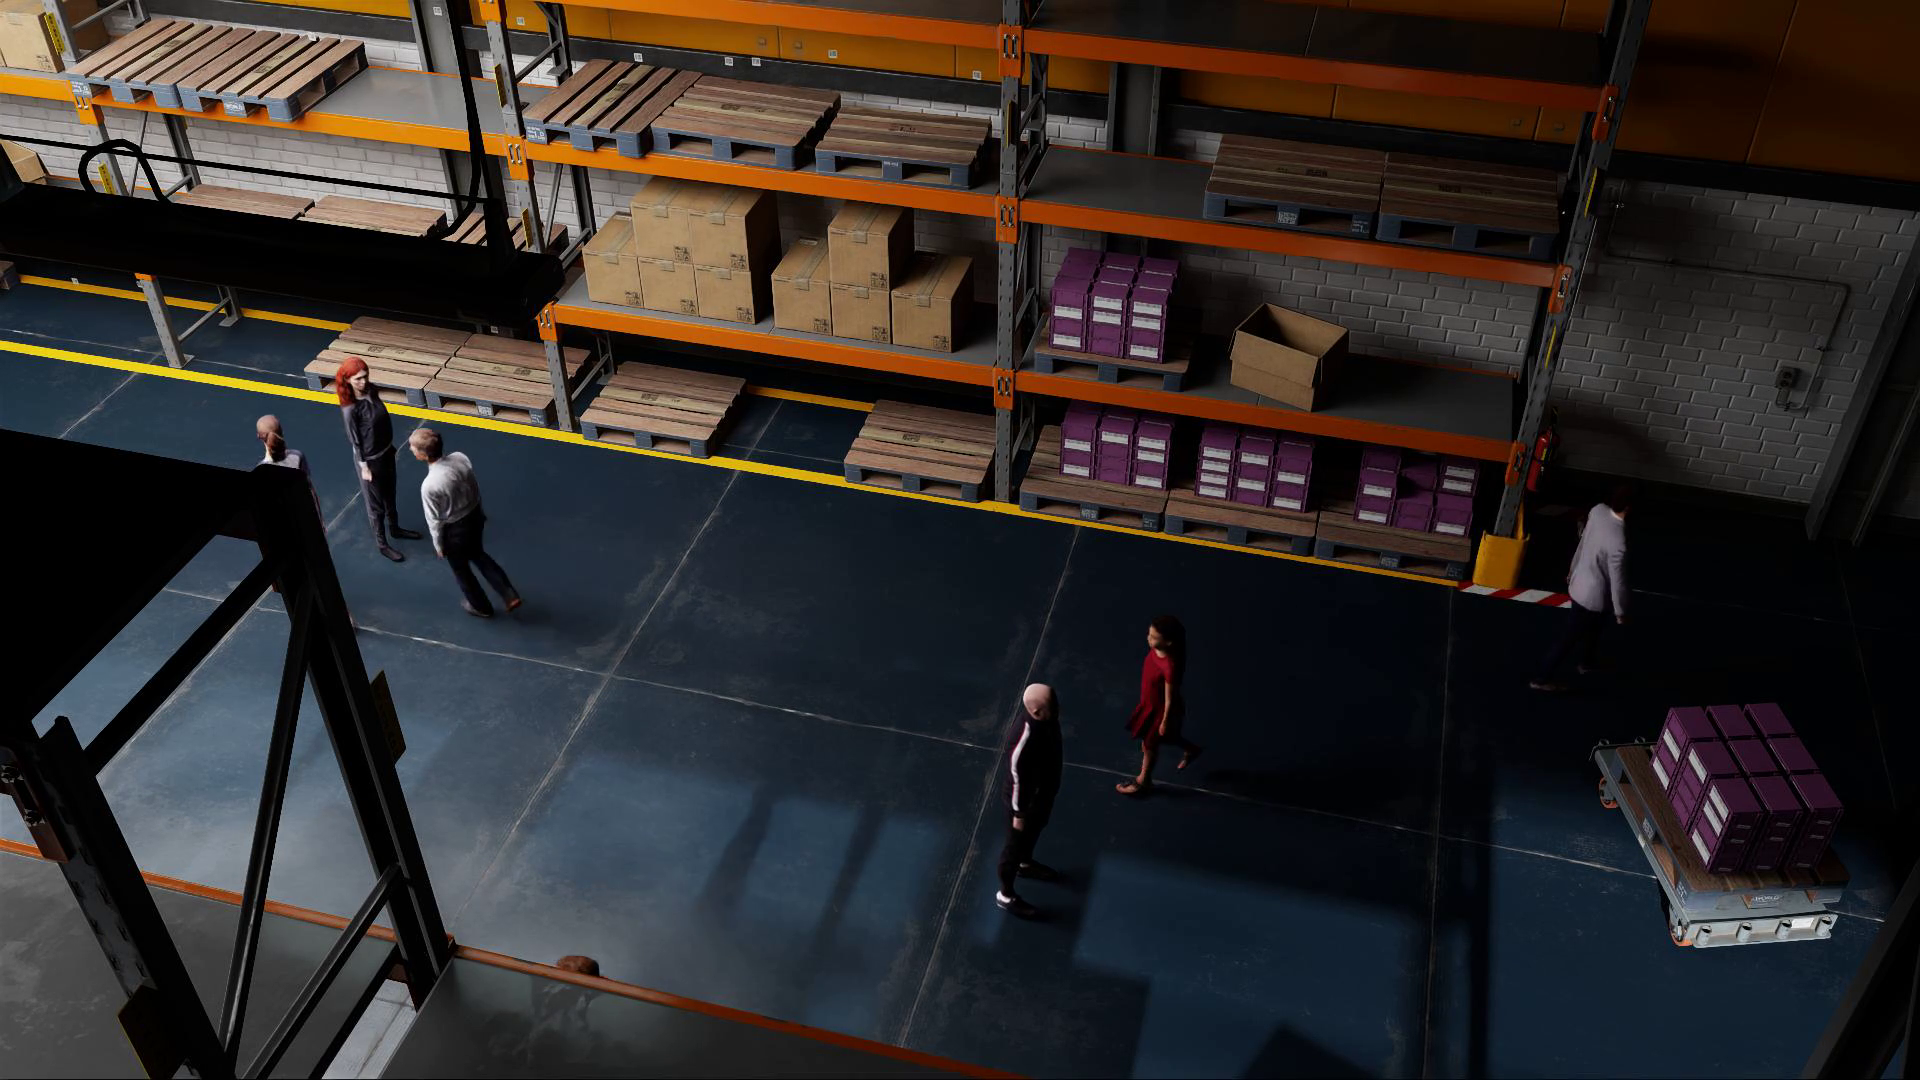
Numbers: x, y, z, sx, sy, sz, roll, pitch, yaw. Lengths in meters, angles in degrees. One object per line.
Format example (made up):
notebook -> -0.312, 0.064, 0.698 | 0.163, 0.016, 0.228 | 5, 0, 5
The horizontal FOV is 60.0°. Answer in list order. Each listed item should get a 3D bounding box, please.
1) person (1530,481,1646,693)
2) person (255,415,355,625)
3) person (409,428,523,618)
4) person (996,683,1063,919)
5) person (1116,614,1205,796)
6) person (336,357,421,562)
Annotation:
person -> 4.350, 0.356, 11.693 | 0.953, 1.825, 0.769 | 4, 39, 5
person -> -4.893, -0.080, 12.331 | 1.216, 1.710, 0.840 | 24, 44, 27
person -> -3.620, -0.071, 12.249 | 0.919, 1.798, 0.797 | 20, 43, 23
person -> 0.411, 1.556, 10.183 | 0.628, 1.834, 0.710 | 16, 41, 19
person -> 1.398, 1.089, 11.004 | 0.931, 1.539, 0.753 | -7, 39, -9
person -> -4.572, -0.658, 12.997 | 0.477, 1.781, 0.575 | 8, 39, 10
